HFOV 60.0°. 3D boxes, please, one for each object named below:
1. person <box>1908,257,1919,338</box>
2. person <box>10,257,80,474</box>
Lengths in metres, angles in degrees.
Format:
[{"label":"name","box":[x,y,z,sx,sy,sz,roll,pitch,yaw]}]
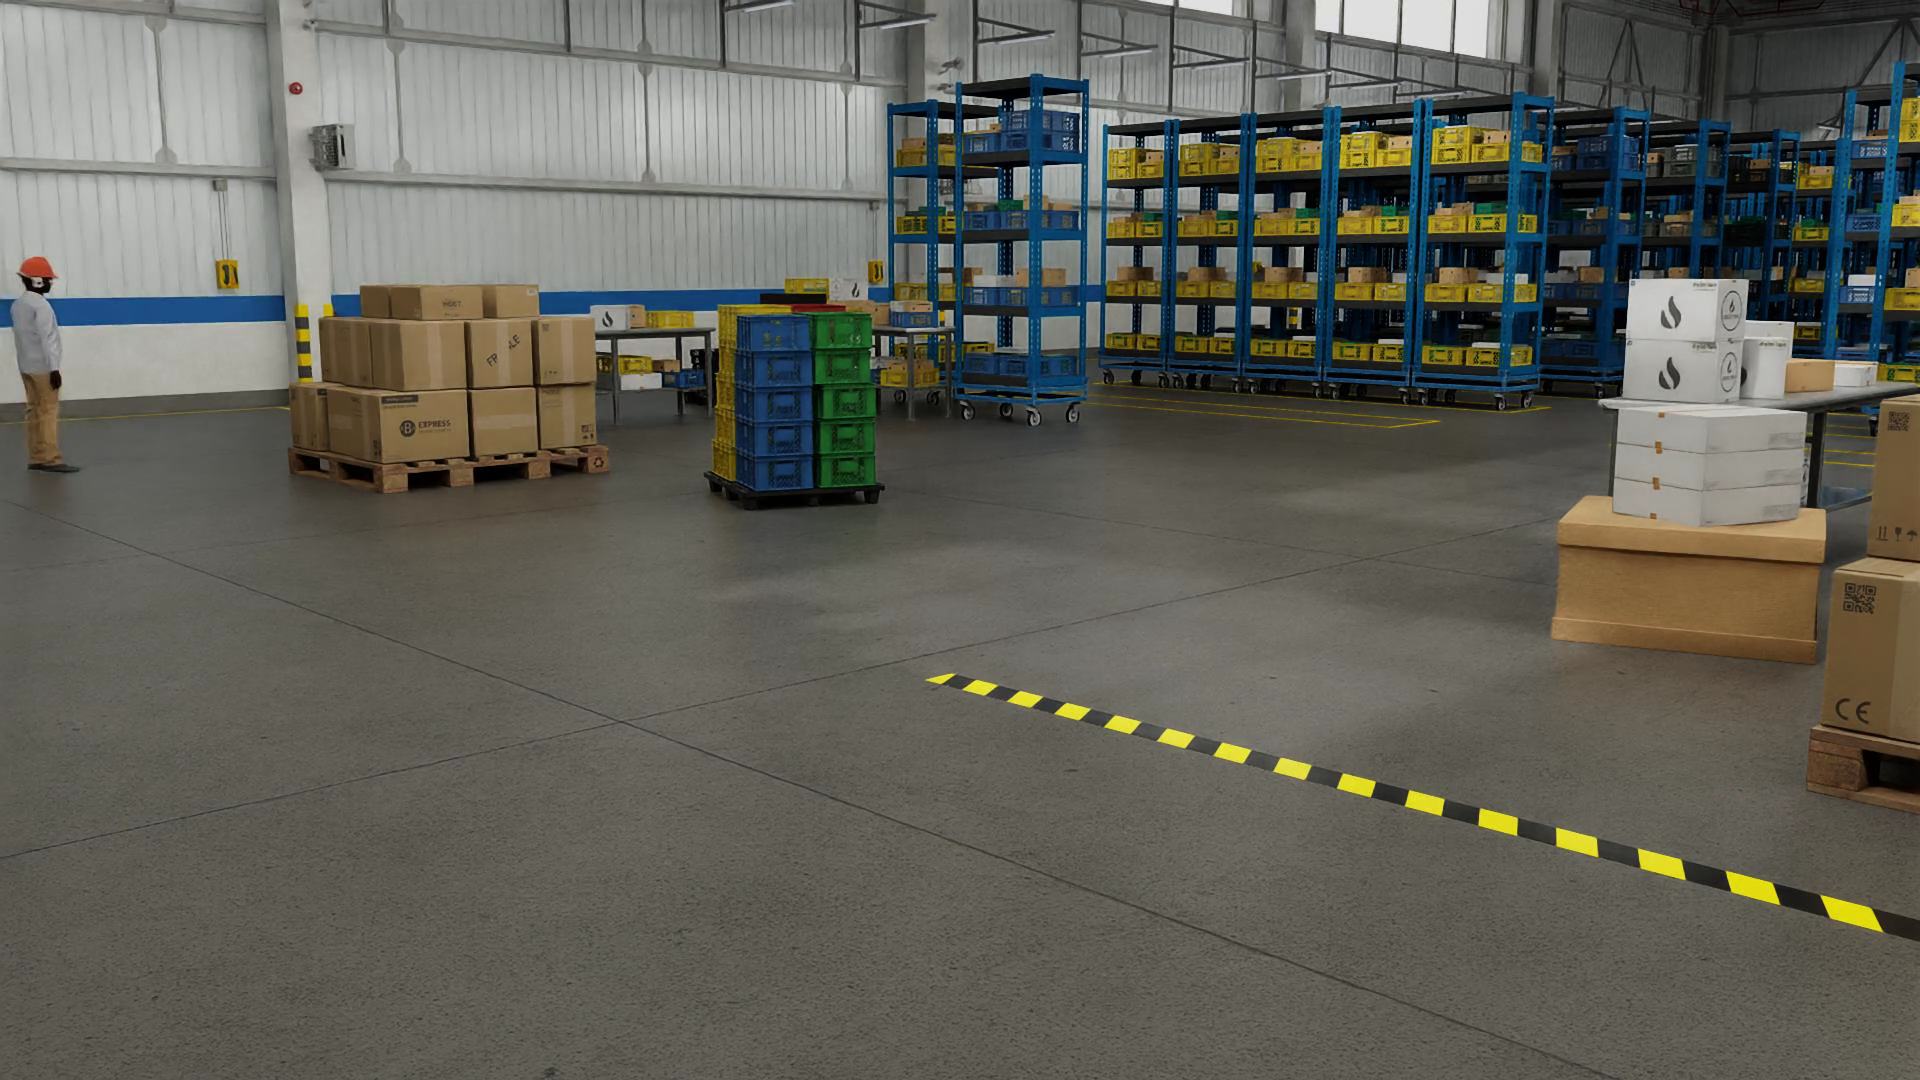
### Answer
[{"label":"person","box":[15.670,-3.728,27.280,0.958,1.789,0.588,-4,10,-21]},{"label":"person","box":[-7.438,-1.414,13.499,0.573,1.748,0.342,7,12,38]}]
